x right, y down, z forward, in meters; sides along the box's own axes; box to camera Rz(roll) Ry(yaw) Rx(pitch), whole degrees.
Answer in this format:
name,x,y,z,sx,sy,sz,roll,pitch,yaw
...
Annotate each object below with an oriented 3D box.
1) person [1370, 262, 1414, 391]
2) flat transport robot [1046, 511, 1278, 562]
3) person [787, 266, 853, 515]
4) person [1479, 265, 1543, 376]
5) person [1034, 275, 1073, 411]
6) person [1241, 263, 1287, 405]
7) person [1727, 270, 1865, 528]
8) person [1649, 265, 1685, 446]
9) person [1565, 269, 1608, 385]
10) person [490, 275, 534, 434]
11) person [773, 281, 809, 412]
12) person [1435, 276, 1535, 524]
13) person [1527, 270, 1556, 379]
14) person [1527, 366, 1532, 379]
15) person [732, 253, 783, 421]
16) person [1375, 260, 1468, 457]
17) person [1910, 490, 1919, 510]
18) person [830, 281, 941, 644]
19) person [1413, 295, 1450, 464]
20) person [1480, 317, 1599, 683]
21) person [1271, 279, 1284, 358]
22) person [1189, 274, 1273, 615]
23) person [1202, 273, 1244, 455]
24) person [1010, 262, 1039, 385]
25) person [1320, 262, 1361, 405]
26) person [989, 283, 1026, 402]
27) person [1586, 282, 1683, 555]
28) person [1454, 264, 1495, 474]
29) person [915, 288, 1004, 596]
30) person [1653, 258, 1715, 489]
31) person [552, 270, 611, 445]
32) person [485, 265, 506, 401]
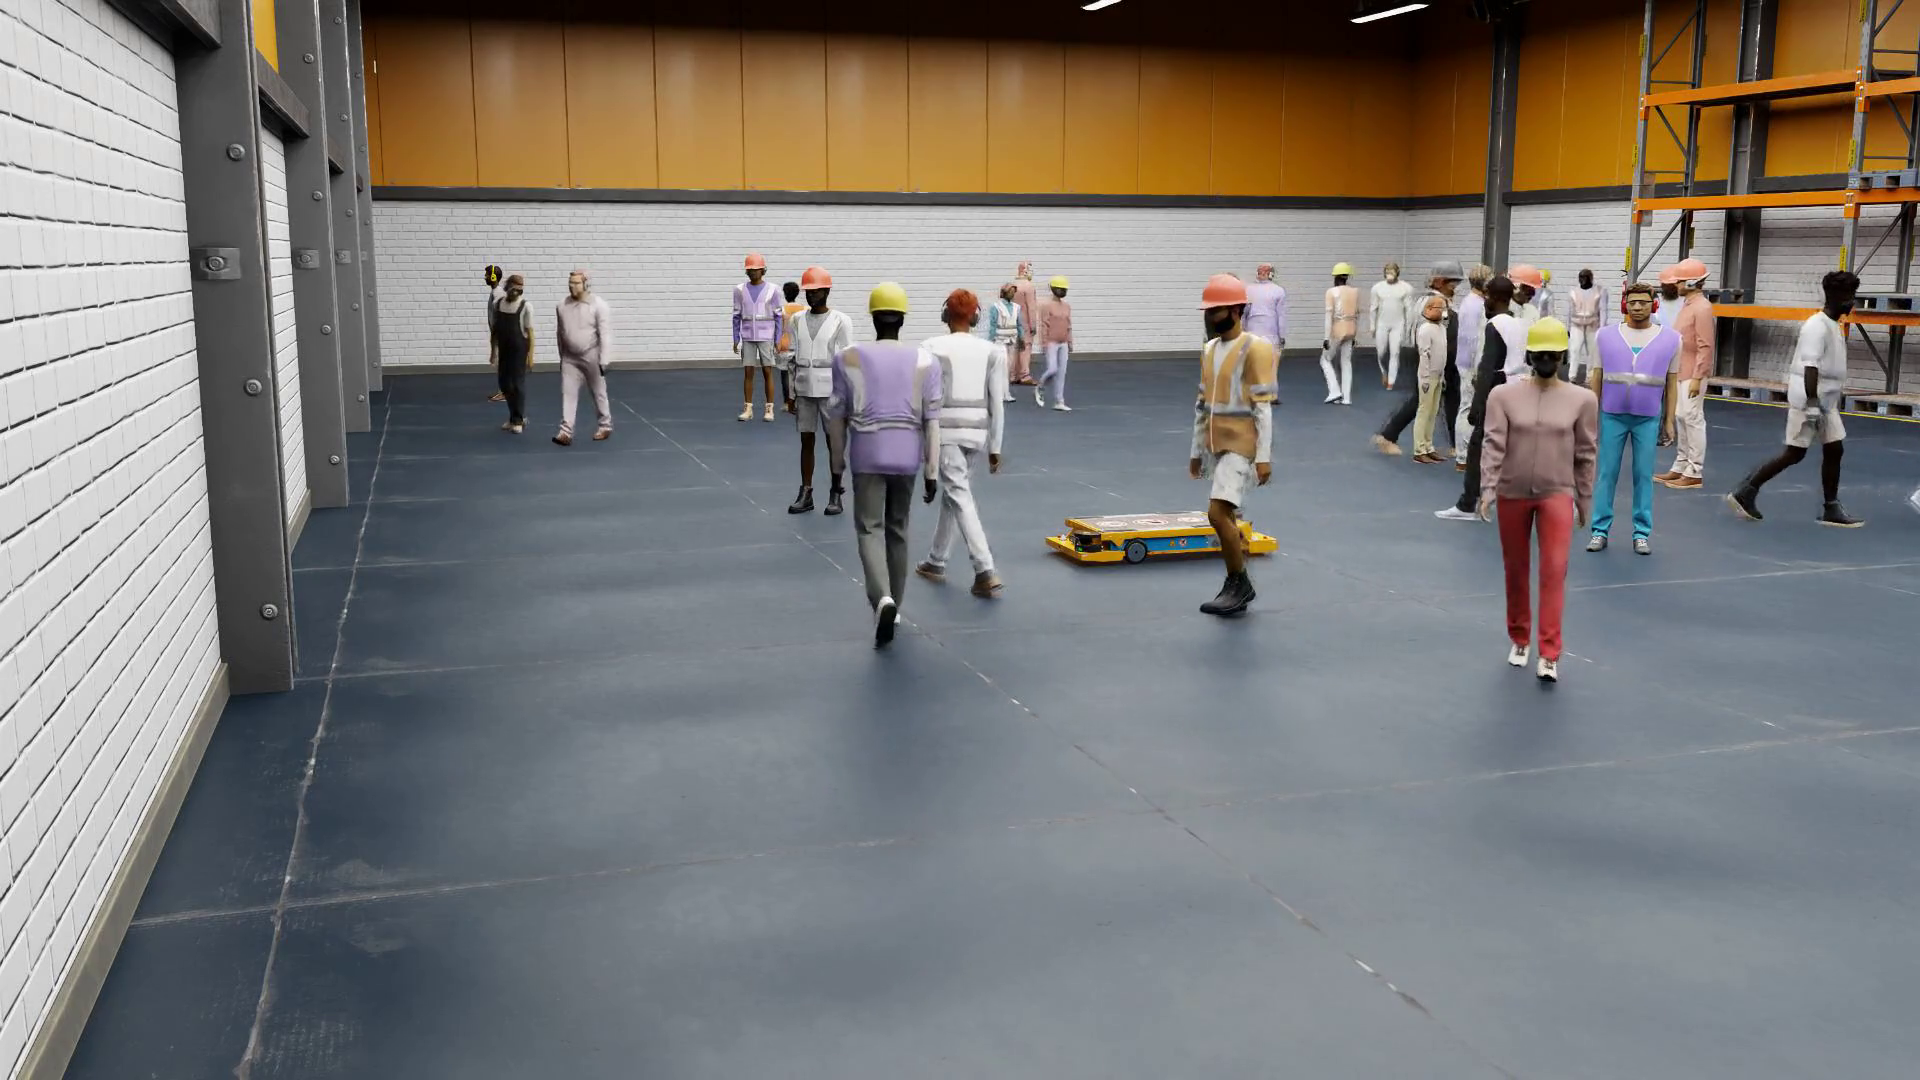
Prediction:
name,x,y,z,sx,sy,sz,roll,pitch,yaw
person,6.461,-3.207,24.925,0.630,1.917,0.722,3,10,18
flat transport robot,1.366,-0.035,11.305,1.431,0.197,0.652,-3,10,-17
person,-1.105,-1.161,12.998,0.543,1.939,0.360,3,10,17
person,4.879,-1.429,14.565,0.602,1.923,0.990,-7,12,-36
person,1.232,-2.540,21.487,0.550,1.752,0.441,-9,13,-42
person,4.084,-2.757,22.349,0.638,1.903,0.409,5,11,27
person,6.306,-1.055,12.449,0.873,1.931,0.613,9,13,42
person,7.554,-1.974,17.757,0.570,1.919,0.602,3,10,15
person,9.696,-3.287,25.769,0.627,1.795,0.958,5,11,25
person,-5.044,-2.109,18.902,0.589,1.801,0.621,3,10,15
person,-2.122,-2.455,21.238,0.539,1.687,0.443,-6,11,-29
person,4.147,-1.049,12.541,0.941,1.875,0.595,5,11,28
person,9.151,-3.401,26.485,0.845,1.773,0.613,-9,13,-43
person,5.347,-1.599,16.458,0.540,1.608,0.536,-2,10,-11
person,-2.462,-2.448,20.157,0.614,2.039,0.392,1,10,7
person,4.702,-1.838,16.625,1.000,2.000,0.684,6,11,31
person,7.330,-0.908,12.143,0.418,1.734,0.492,4,11,24
person,-0.379,-0.417,8.835,0.586,1.897,0.846,-2,10,-14
person,4.608,-1.564,16.213,0.285,1.633,0.500,7,12,36
person,2.760,-0.185,7.965,0.532,1.732,0.828,4,10,19
person,5.710,-4.212,31.014,0.774,1.823,0.633,-2,10,-13
person,1.477,-0.513,9.297,0.474,1.917,0.581,-5,11,-26
person,2.679,-1.780,16.863,0.430,1.844,0.624,4,11,24
person,0.998,-3.351,25.779,0.402,1.904,0.652,-6,12,-32
person,5.118,-2.768,22.390,0.610,1.906,0.498,-5,11,-27
person,0.707,-2.690,22.727,0.546,1.619,0.603,-8,13,-40
person,4.576,-0.824,11.324,0.563,1.844,0.389,4,11,23
person,4.785,-1.582,15.441,0.372,1.940,0.630,3,10,15
person,0.014,-0.598,10.084,0.572,1.829,0.992,-6,11,-31
person,6.330,-1.441,14.466,0.392,1.991,0.612,1,10,8
person,-4.055,-1.955,17.838,0.664,1.855,1.023,3,10,14
person,-6.411,-2.852,22.986,0.328,1.872,0.513,-2,10,-11
